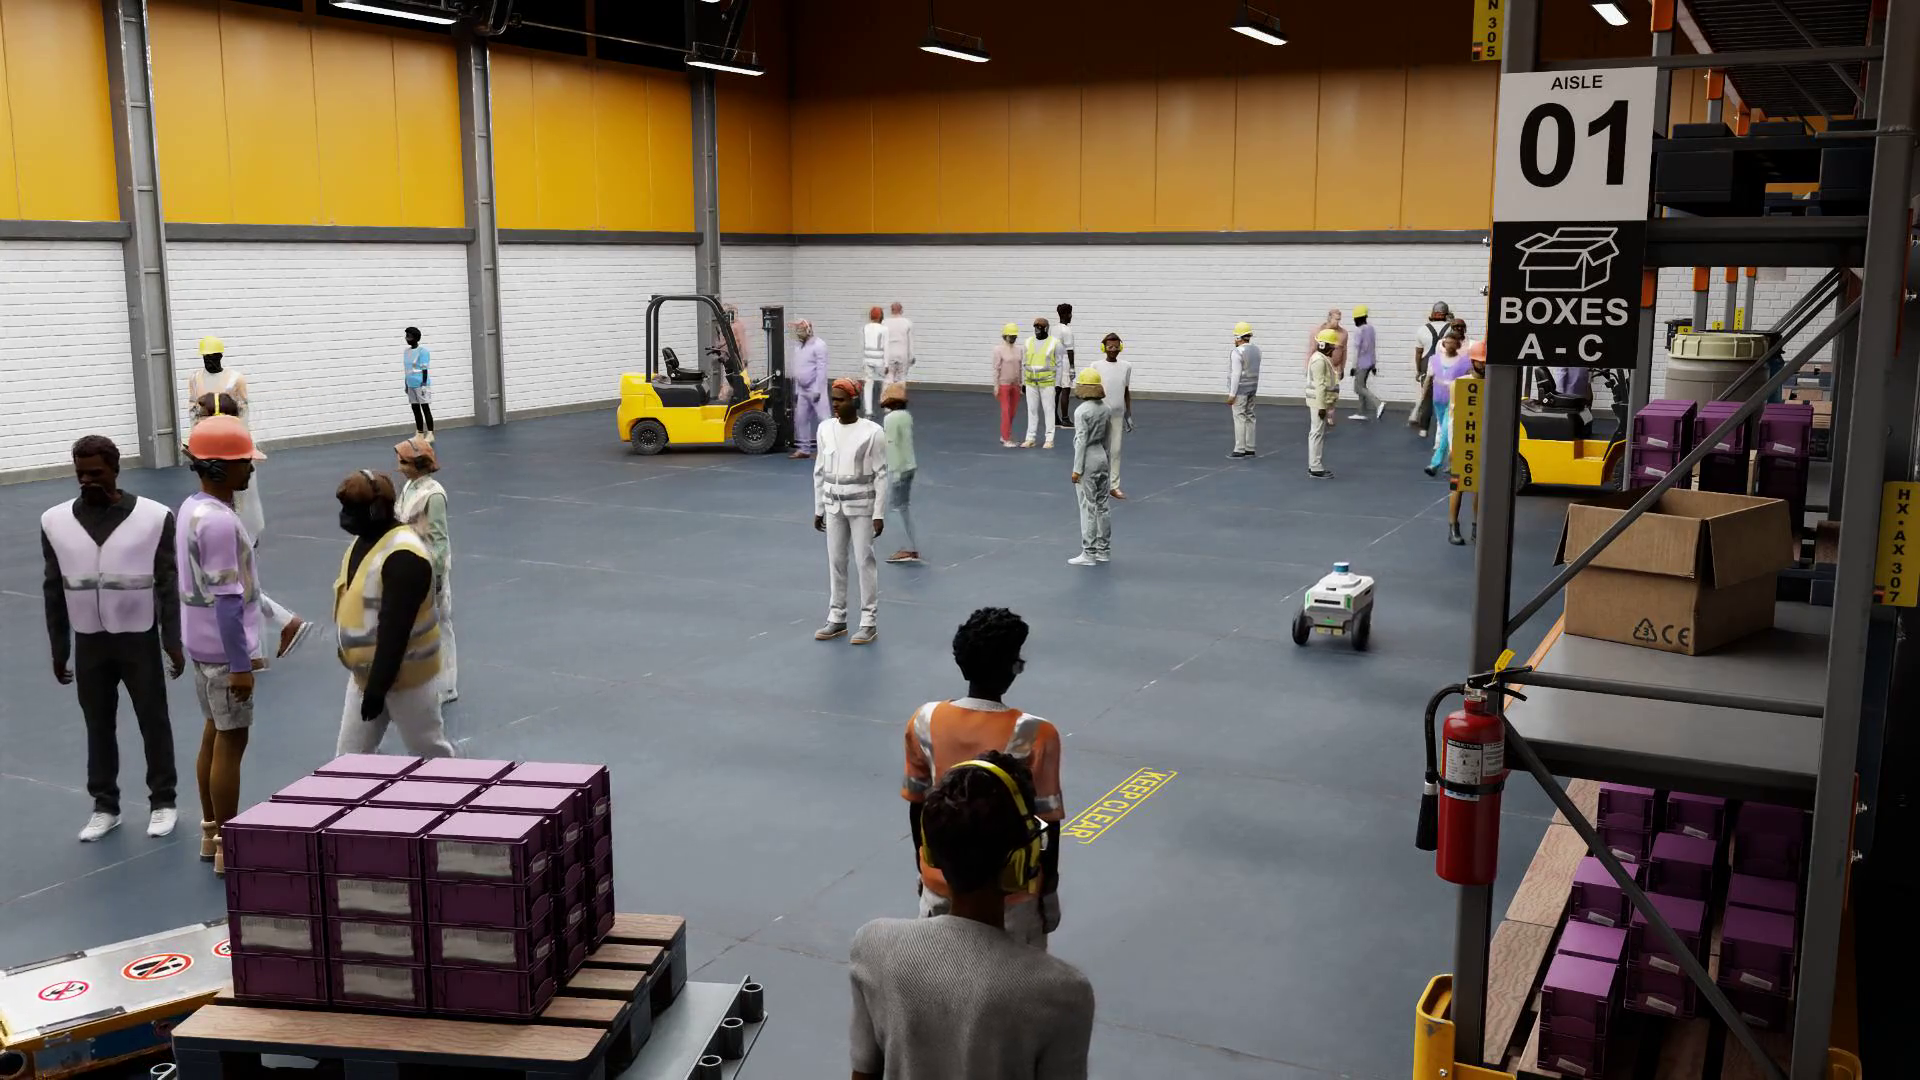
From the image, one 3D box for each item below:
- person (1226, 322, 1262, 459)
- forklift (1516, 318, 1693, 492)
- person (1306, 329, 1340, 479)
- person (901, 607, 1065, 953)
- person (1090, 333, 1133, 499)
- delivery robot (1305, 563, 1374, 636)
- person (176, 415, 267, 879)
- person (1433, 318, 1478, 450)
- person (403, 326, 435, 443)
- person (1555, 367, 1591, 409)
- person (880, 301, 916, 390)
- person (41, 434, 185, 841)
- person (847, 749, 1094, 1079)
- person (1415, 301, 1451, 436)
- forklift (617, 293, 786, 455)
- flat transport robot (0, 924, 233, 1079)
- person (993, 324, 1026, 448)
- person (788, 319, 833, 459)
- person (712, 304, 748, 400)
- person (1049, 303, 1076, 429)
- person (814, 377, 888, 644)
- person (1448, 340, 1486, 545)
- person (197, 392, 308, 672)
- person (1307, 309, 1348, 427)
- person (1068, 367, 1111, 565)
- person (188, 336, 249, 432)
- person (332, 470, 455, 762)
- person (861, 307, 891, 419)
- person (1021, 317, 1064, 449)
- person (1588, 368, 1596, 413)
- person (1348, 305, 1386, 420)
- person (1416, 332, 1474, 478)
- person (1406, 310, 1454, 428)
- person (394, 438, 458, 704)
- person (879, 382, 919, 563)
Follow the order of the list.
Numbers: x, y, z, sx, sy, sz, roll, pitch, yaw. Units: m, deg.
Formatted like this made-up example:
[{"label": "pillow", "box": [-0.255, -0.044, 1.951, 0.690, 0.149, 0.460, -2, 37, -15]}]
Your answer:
[{"label": "person", "box": [3.770, -1.994, 22.222, 0.403, 1.830, 0.599, 9, 13, 42]}, {"label": "forklift", "box": [7.066, -1.601, 18.899, 2.313, 2.155, 1.214, 5, 11, 27]}, {"label": "person", "box": [4.433, -1.664, 20.344, 0.403, 1.822, 0.587, 2, 10, 9]}, {"label": "person", "box": [0.076, 1.042, 5.056, 0.536, 1.690, 0.324, 5, 11, 29]}, {"label": "person", "box": [1.680, -1.376, 18.537, 0.521, 1.870, 0.319, -2, 10, -14]}, {"label": "delivery robot", "box": [2.689, 0.404, 11.764, 0.477, 0.478, 0.707, 5, 11, 26]}, {"label": "person", "box": [-3.228, 0.465, 7.378, 0.392, 2.041, 0.614, -7, 12, -33]}, {"label": "person", "box": [6.901, -2.160, 23.158, 0.624, 1.845, 0.430, 4, 11, 21]}, {"label": "person", "box": [-7.843, -2.236, 24.025, 0.534, 1.691, 0.320, 7, 12, 37]}, {"label": "person", "box": [7.594, -1.768, 20.604, 0.627, 1.941, 0.371, -7, 12, -36]}, {"label": "person", "box": [-1.110, -3.298, 29.602, 0.647, 1.892, 0.480, 1, 10, 8]}, {"label": "person", "box": [-3.960, 0.451, 7.828, 0.599, 1.917, 0.385, -2, 10, -12]}, {"label": "person", "box": [0.027, 1.299, 3.050, 0.515, 1.872, 0.333, 5, 11, 29]}, {"label": "person", "box": [7.157, -2.560, 24.894, 0.672, 2.000, 0.536, 4, 10, 20]}, {"label": "forklift", "box": [-3.588, -2.317, 23.042, 2.313, 2.155, 1.214, -1, 10, -5]}, {"label": "flat transport robot", "box": [-2.900, 1.614, 5.849, 1.431, 0.197, 0.652, -8, 13, -38]}, {"label": "person", "box": [0.703, -2.183, 23.676, 0.538, 1.766, 0.690, -7, 12, -35]}, {"label": "person", "box": [-1.905, -1.979, 22.040, 0.546, 1.876, 0.856, -8, 13, -39]}, {"label": "person", "box": [-4.113, -3.234, 29.356, 0.657, 1.844, 1.007, 9, 13, 41]}, {"label": "person", "box": [1.625, -2.729, 26.090, 0.367, 1.966, 0.605, -6, 11, -29]}, {"label": "person", "box": [-0.778, -0.207, 11.727, 0.579, 1.882, 0.342, 6, 11, 30]}, {"label": "person", "box": [4.867, -0.912, 15.656, 0.551, 1.934, 0.373, -2, 10, -11]}, {"label": "person", "box": [-4.649, -0.040, 10.848, 0.499, 1.858, 0.537, -3, 10, -16]}, {"label": "person", "box": [5.882, -2.777, 26.701, 0.644, 1.863, 0.943, 0, 10, 1]}, {"label": "person", "box": [1.141, -0.650, 14.700, 0.318, 1.742, 0.492, 8, 12, 38]}, {"label": "person", "box": [-7.378, -1.063, 16.555, 0.585, 1.928, 0.370, 0, 10, 1]}, {"label": "person", "box": [-2.616, 0.601, 7.262, 0.871, 1.805, 0.631, -9, 13, -41]}, {"label": "person", "box": [-1.340, -2.941, 27.658, 0.587, 1.850, 0.849, 5, 11, 28]}, {"label": "person", "box": [1.138, -2.201, 23.393, 0.621, 1.845, 0.430, 5, 11, 28]}, {"label": "person", "box": [10.115, -2.883, 27.097, 0.543, 1.927, 0.375, -2, 10, -14]}, {"label": "person", "box": [6.663, -2.876, 27.125, 0.650, 1.901, 0.617, 7, 12, 34]}, {"label": "person", "box": [5.986, -1.668, 20.474, 1.024, 1.781, 0.579, -10, 14, -44]}, {"label": "person", "box": [7.393, -2.632, 25.809, 0.867, 1.886, 0.683, 9, 13, 41]}, {"label": "person", "box": [-3.256, 0.191, 10.129, 0.310, 1.640, 0.514, -8, 12, -38]}, {"label": "person", "box": [-0.536, -0.603, 14.827, 0.413, 1.597, 0.525, 4, 11, 24]}]
